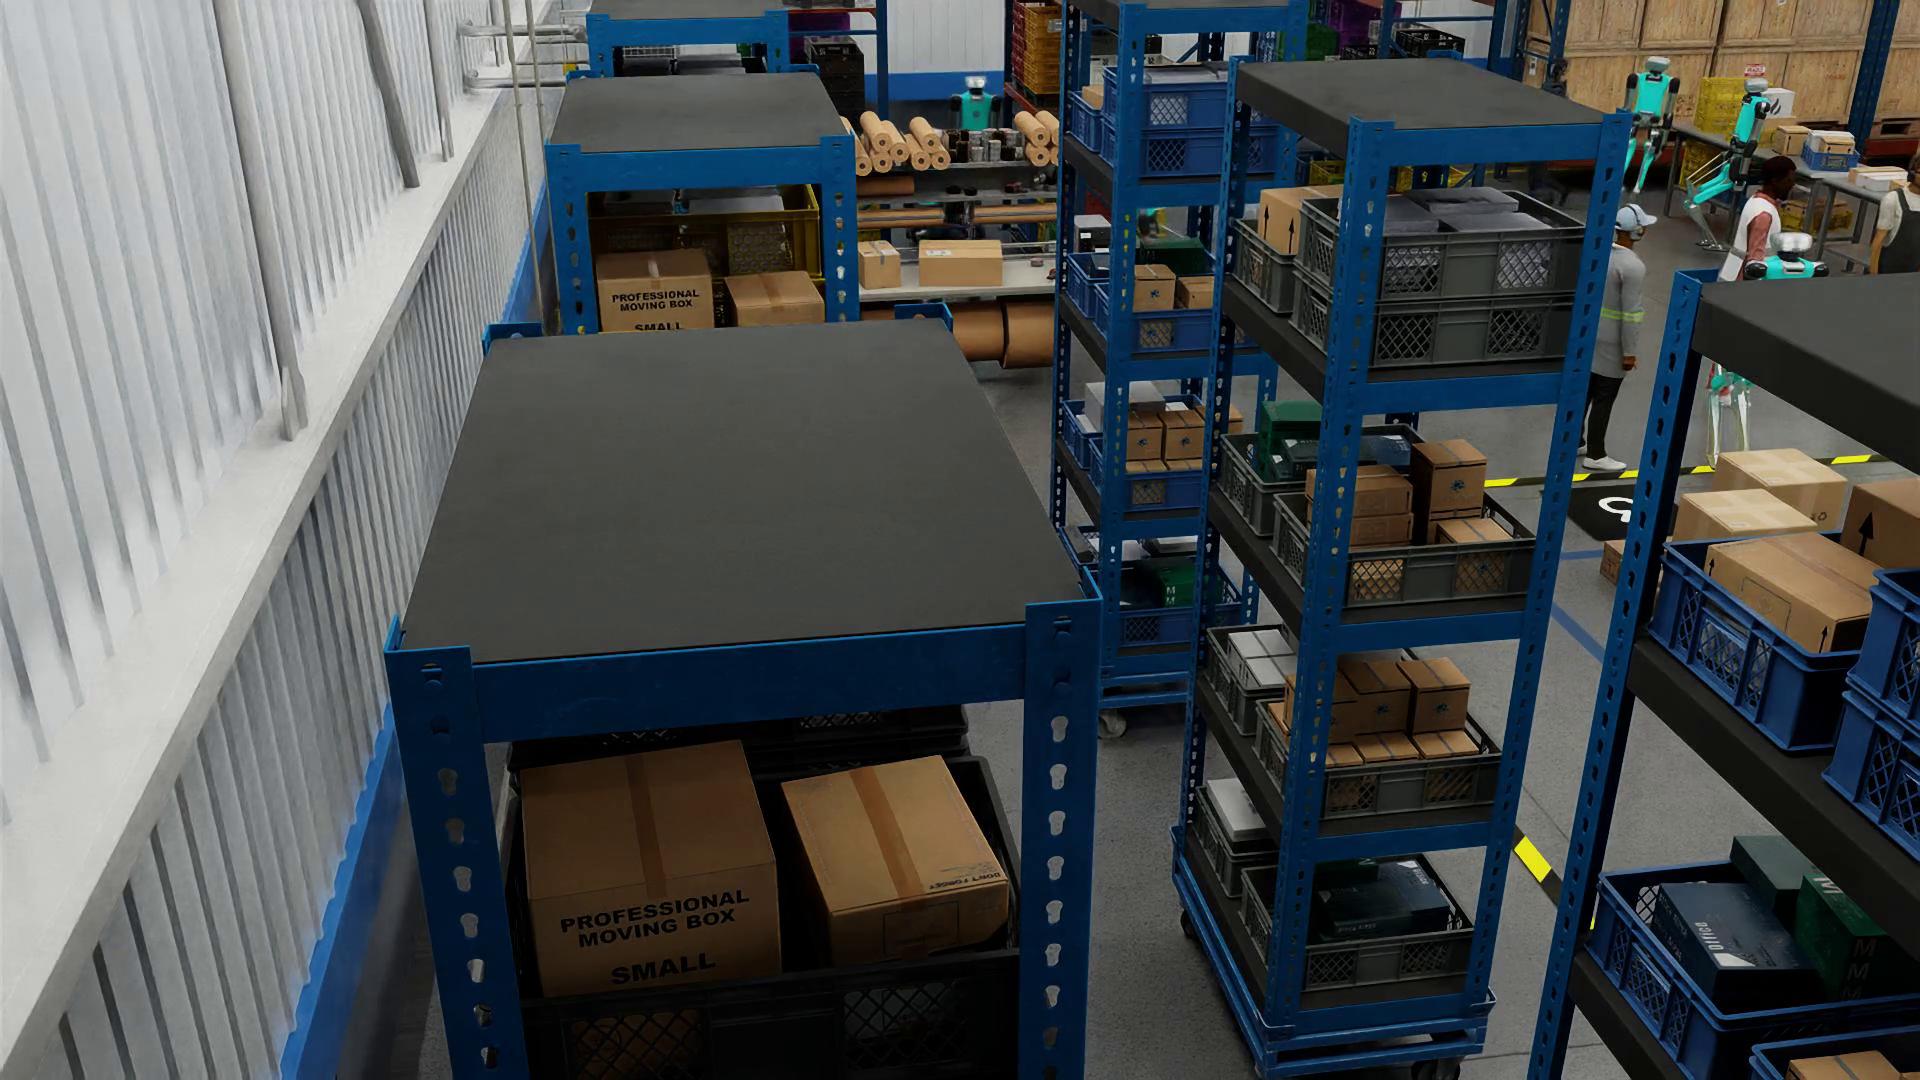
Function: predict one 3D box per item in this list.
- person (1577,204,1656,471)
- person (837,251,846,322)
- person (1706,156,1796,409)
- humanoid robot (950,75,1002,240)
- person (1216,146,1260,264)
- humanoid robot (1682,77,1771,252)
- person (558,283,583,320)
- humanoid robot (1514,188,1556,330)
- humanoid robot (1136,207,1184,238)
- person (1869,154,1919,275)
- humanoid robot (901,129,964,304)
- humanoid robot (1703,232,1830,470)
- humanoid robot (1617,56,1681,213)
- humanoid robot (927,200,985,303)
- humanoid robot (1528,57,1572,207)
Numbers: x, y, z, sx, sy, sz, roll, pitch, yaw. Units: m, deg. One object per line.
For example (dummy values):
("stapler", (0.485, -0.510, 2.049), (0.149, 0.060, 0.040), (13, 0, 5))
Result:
("person", (4.480, -1.390, 11.424), (0.366, 1.852, 0.594), (-5, 25, -10))
("person", (-1.048, -1.392, 11.447), (0.579, 1.825, 0.604), (-6, 25, -13))
("person", (5.958, -1.949, 12.581), (0.394, 1.911, 0.580), (11, 27, 22))
("humanoid robot", (0.090, -3.982, 17.260), (0.552, 1.766, 1.021), (-4, 25, -8))
("person", (2.350, -2.365, 13.711), (0.494, 1.702, 0.833), (4, 25, 9))
("humanoid robot", (7.497, -3.713, 16.452), (0.735, 1.677, 0.533), (3, 25, 7))
("person", (-2.196, -0.526, 9.576), (0.517, 1.828, 0.668), (-1, 25, -1))
("humanoid robot", (4.431, -1.856, 12.672), (0.613, 1.640, 0.615), (-5, 25, -12))
("humanoid robot", (1.720, -2.461, 13.902), (1.030, 1.731, 0.559), (4, 25, 8))
("person", (7.320, -2.110, 12.998), (0.512, 1.843, 0.327), (-7, 26, -14))
("humanoid robot", (-0.194, -2.677, 14.389), (0.554, 1.824, 0.664), (5, 25, 10))
("humanoid robot", (5.346, -1.311, 11.229), (0.533, 1.677, 0.735), (1, 25, 1))
("humanoid robot", (7.195, -4.125, 17.609), (0.549, 1.879, 0.739), (11, 27, 23))
("humanoid robot", (-0.070, -2.541, 14.177), (0.609, 1.640, 0.448), (12, 27, 24))
("humanoid robot", (6.553, -4.508, 18.412), (0.543, 1.637, 0.584), (1, 25, 3))
